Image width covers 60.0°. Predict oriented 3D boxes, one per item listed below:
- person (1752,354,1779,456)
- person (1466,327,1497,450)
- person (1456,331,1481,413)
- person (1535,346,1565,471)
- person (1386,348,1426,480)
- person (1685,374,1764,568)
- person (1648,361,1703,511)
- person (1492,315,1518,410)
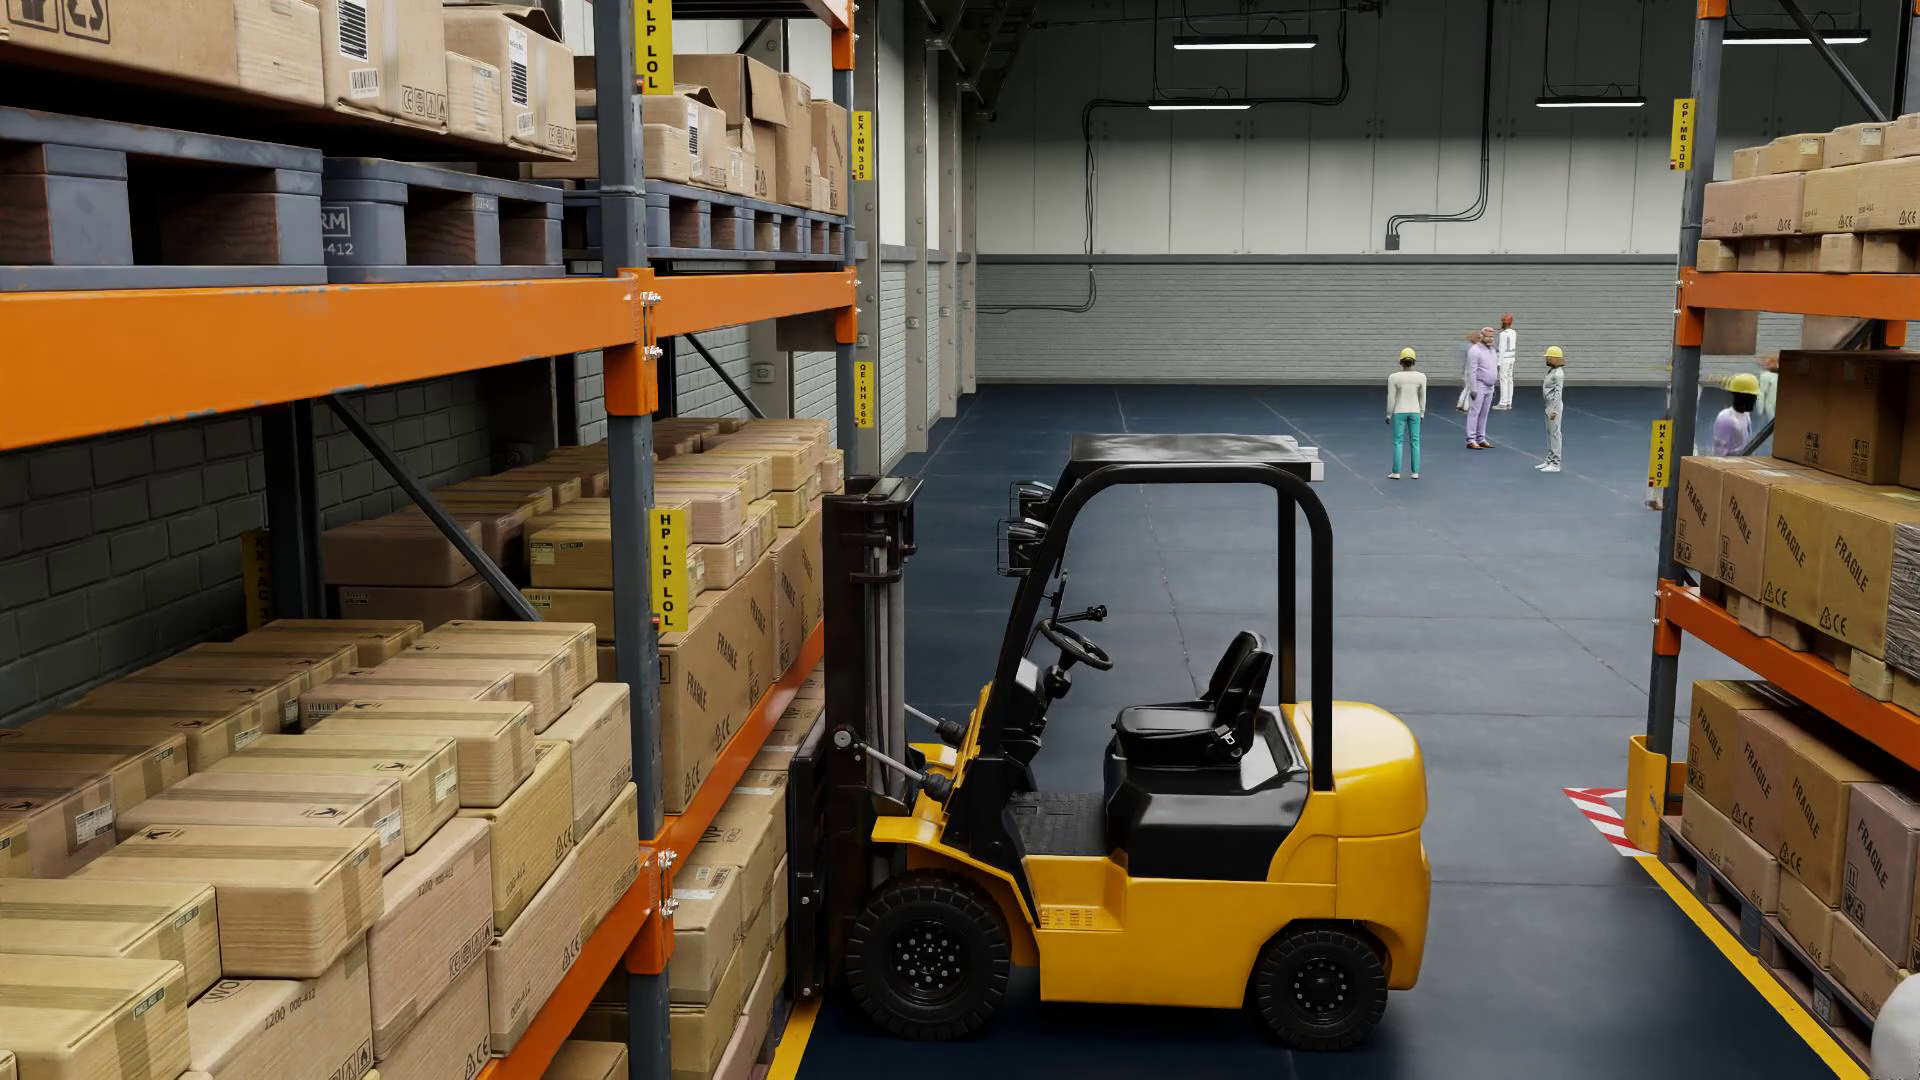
[{"bbox_3d":[11.864,-1.922,24.253,0.514,1.583,0.856,-6,11,-34],"label":"person"},{"bbox_3d":[8.195,-2.371,26.034,0.637,1.904,0.403,-8,12,-40],"label":"person"},{"bbox_3d":[9.963,-3.251,32.267,0.400,1.595,0.544,-4,10,-24],"label":"person"},{"bbox_3d":[8.254,-1.827,23.212,0.296,1.745,0.485,1,9,8],"label":"person"},{"bbox_3d":[5.972,-1.687,22.292,0.524,1.769,0.314,0,9,-1],"label":"person"},{"bbox_3d":[7.197,-0.598,15.381,0.999,1.873,0.609,7,12,36],"label":"person"},{"bbox_3d":[8.349,-1.187,19.147,0.538,1.801,0.987,-4,10,-22],"label":"person"},{"bbox_3d":[10.869,-3.537,33.155,0.356,1.883,0.573,9,13,43],"label":"person"}]
